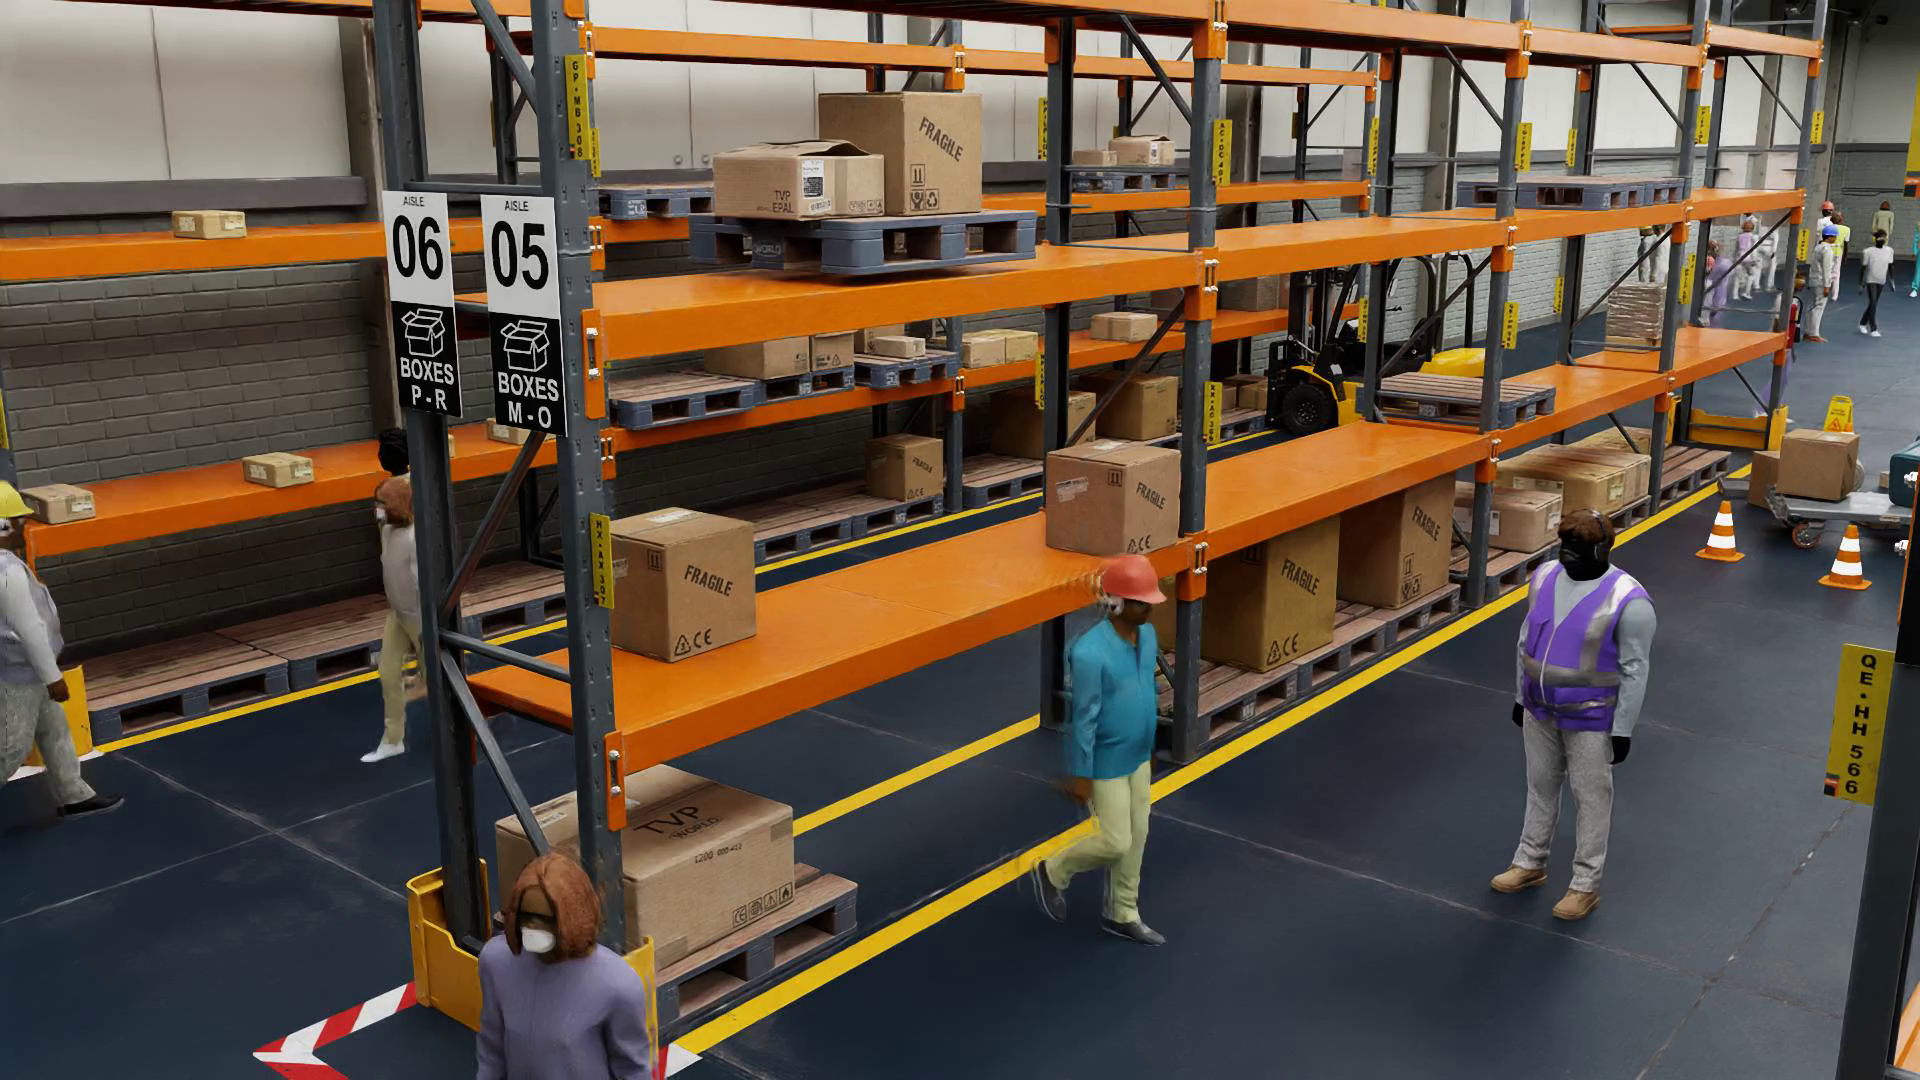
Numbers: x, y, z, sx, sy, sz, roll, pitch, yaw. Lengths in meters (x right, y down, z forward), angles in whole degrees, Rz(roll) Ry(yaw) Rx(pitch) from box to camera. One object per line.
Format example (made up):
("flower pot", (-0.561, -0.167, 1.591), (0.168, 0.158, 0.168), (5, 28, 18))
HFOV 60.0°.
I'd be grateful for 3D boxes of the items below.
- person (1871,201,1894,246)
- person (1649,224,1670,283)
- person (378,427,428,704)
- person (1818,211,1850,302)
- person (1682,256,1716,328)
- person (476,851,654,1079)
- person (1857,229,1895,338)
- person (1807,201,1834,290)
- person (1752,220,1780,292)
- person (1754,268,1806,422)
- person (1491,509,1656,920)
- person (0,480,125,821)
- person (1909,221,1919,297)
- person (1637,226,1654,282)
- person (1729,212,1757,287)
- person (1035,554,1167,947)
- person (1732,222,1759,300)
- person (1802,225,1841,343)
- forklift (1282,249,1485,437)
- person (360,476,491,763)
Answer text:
("person", (24.519, -8.187, 44.241), (0.501, 1.632, 0.280), (10, 17, 35))
("person", (12.419, -4.751, 29.639), (0.371, 1.933, 0.627), (8, 16, 28))
("person", (-3.359, 0.151, 10.160), (0.322, 1.697, 0.535), (-2, 14, -7))
("person", (17.838, -5.787, 34.030), (0.570, 1.844, 0.379), (5, 15, 21))
("person", (10.554, -3.226, 23.879), (0.851, 1.712, 0.557), (-6, 15, -25))
("person", (-1.032, 1.566, 4.565), (0.492, 1.613, 0.701), (6, 15, 22))
("person", (15.661, -4.412, 28.464), (0.514, 1.835, 0.942), (0, 14, -1))
("person", (19.030, -6.478, 36.650), (0.543, 1.942, 0.350), (-5, 15, -20))
("person", (17.597, -6.328, 36.216), (0.717, 1.863, 0.581), (-9, 16, -32))
("person", (9.853, -2.324, 19.899), (0.562, 1.868, 0.314), (-12, 18, -40))
("person", (2.710, 0.761, 7.380), (0.430, 1.845, 0.622), (-8, 16, -30))
("person", (-4.643, 0.608, 8.083), (0.866, 1.804, 0.584), (-12, 18, -40))
("person", (20.427, -6.078, 35.080), (0.587, 1.914, 0.392), (8, 16, 29))
("person", (13.259, -5.309, 32.314), (0.311, 1.736, 0.484), (7, 15, 27))
("person", (17.641, -6.624, 37.364), (0.352, 1.883, 0.579), (0, 14, 1))
("person", (0.634, 0.887, 7.079), (0.501, 1.731, 0.576), (10, 17, 36))
("person", (16.286, -5.785, 34.497), (0.592, 1.604, 0.530), (-10, 17, -35))
("person", (14.273, -4.238, 27.534), (0.413, 1.939, 0.609), (2, 14, 9))
("forklift", (4.886, -2.214, 18.767), (2.313, 2.155, 1.214), (11, 18, 38))
("person", (-2.995, 0.415, 9.281), (0.736, 1.602, 0.509), (-13, 19, -43))
